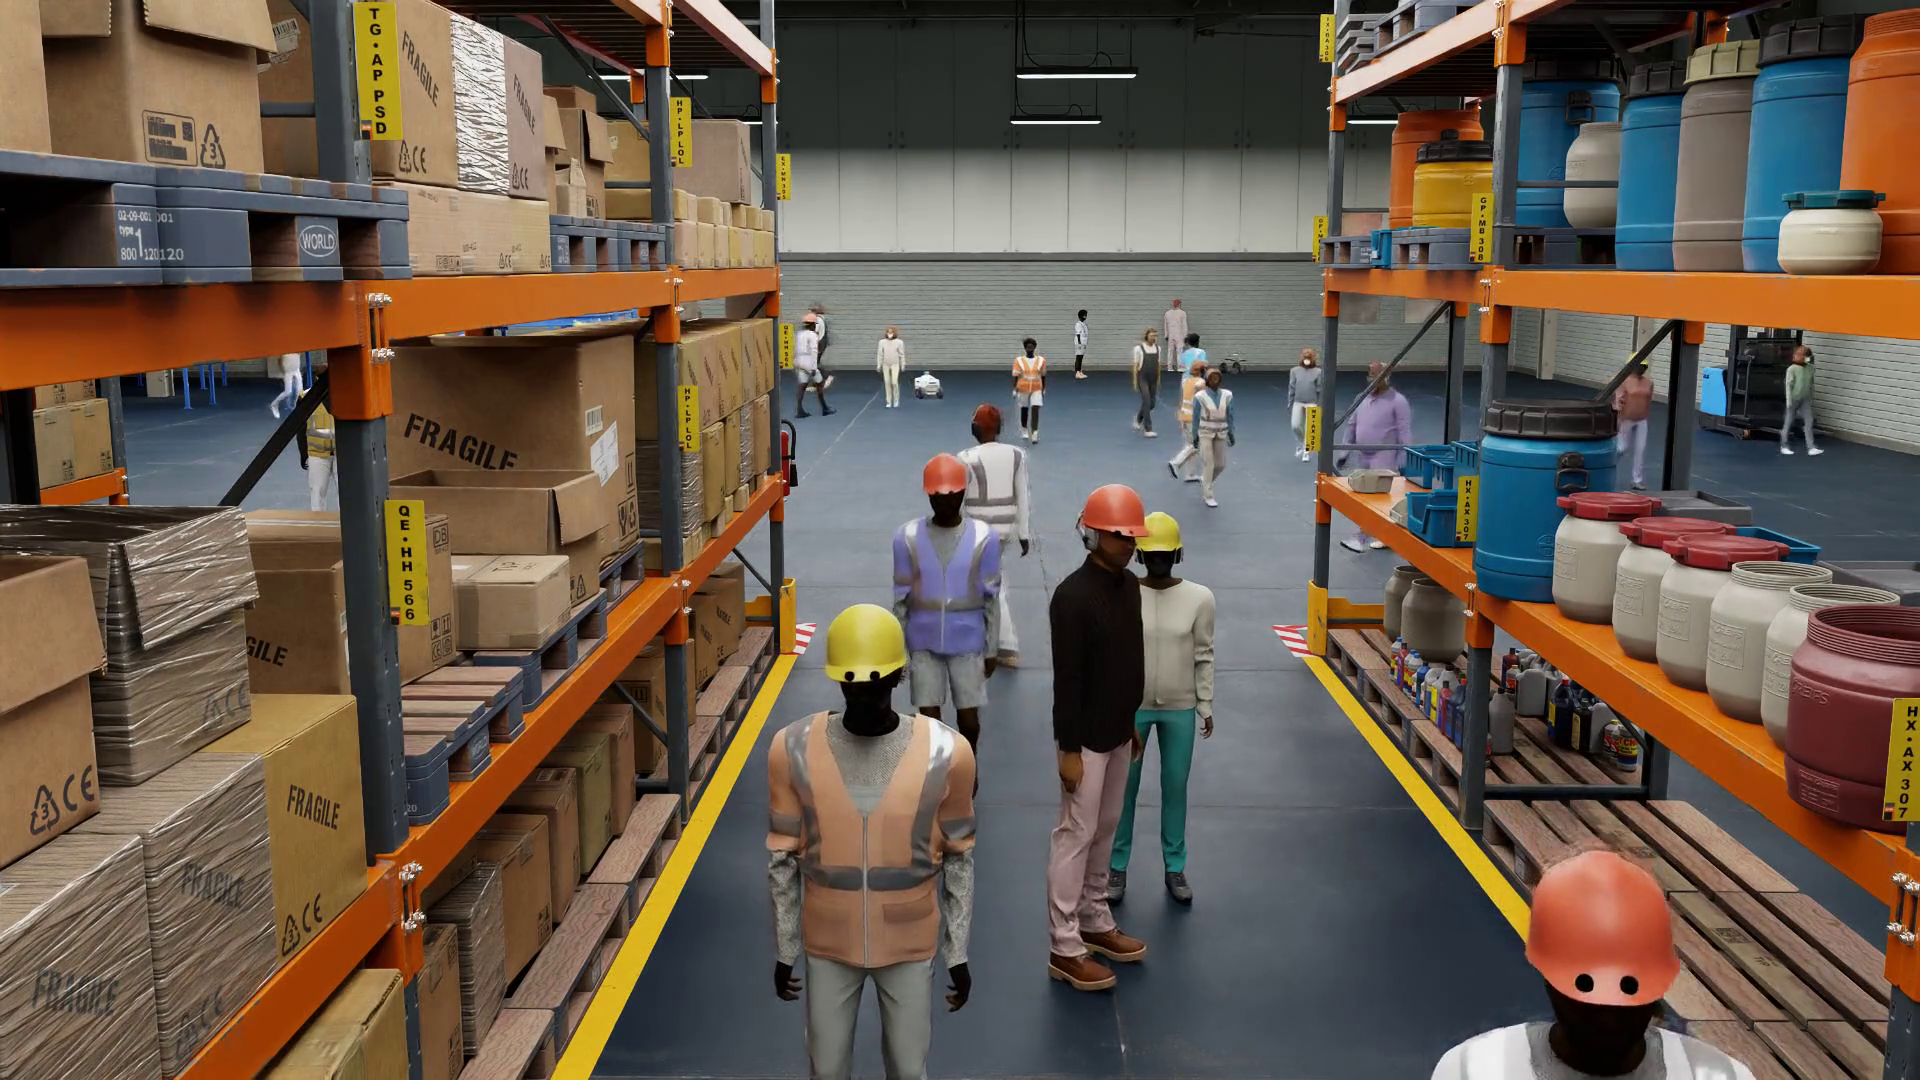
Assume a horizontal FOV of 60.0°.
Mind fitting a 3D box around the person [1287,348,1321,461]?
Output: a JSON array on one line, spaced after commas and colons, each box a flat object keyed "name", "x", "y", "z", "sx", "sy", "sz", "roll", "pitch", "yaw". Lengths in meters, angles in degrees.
[{"name": "person", "x": 4.975, "y": -1.952, "z": 23.970, "sx": 0.526, "sy": 1.619, "sz": 0.352, "roll": 4, "pitch": 10, "yaw": 22}]

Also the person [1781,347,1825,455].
[{"name": "person", "x": 12.448, "y": -2.036, "z": 24.520, "sx": 0.531, "sy": 1.599, "sz": 0.789, "roll": -2, "pitch": 10, "yaw": -13}]

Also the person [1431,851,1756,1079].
[{"name": "person", "x": 1.071, "y": 1.418, "z": 2.917, "sx": 0.544, "sy": 1.918, "sz": 0.774, "roll": 1, "pitch": 10, "yaw": 7}]

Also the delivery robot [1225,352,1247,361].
[{"name": "delivery robot", "x": 7.139, "y": -4.756, "z": 43.044, "sx": 0.335, "sy": 0.223, "sz": 0.698, "roll": -5, "pitch": 11, "yaw": -29}]

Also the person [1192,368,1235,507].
[{"name": "person", "x": 2.960, "y": -1.233, "z": 19.686, "sx": 0.520, "sy": 1.619, "sz": 0.597, "roll": -3, "pitch": 10, "yaw": -17}]

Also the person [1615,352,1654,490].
[{"name": "person", "x": 8.490, "y": -1.527, "z": 21.065, "sx": 0.529, "sy": 1.746, "sz": 0.614, "roll": -1, "pitch": 10, "yaw": -7}]

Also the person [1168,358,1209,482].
[{"name": "person", "x": 2.950, "y": -1.546, "z": 21.574, "sx": 0.569, "sy": 1.619, "sz": 0.526, "roll": -5, "pitch": 11, "yaw": -29}]

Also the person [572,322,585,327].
[{"name": "person", "x": -6.281, "y": -2.694, "z": 27.695, "sx": 1.033, "sy": 1.863, "sz": 0.598, "roll": -2, "pitch": 10, "yaw": -12}]

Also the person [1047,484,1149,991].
[{"name": "person", "x": 0.570, "y": 0.761, "z": 6.629, "sx": 0.392, "sy": 1.990, "sz": 0.614, "roll": 6, "pitch": 11, "yaw": 31}]

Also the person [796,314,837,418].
[{"name": "person", "x": -2.695, "y": -3.226, "z": 30.802, "sx": 0.901, "sy": 1.893, "sz": 0.570, "roll": -8, "pitch": 13, "yaw": -41}]

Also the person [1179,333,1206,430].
[{"name": "person", "x": 4.025, "y": -2.691, "z": 28.319, "sx": 0.579, "sy": 1.639, "sz": 0.840, "roll": 9, "pitch": 13, "yaw": 43}]

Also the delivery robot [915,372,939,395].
[{"name": "delivery robot", "x": -0.696, "y": -3.313, "z": 35.178, "sx": 0.477, "sy": 0.478, "sz": 0.707, "roll": -4, "pitch": 10, "yaw": -20}]

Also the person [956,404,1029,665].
[{"name": "person", "x": 0.155, "y": -0.066, "z": 12.053, "sx": 0.606, "sy": 1.829, "sz": 0.969, "roll": -6, "pitch": 11, "yaw": -33}]

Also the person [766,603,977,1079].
[{"name": "person", "x": -0.248, "y": 1.119, "z": 4.682, "sx": 0.589, "sy": 1.927, "sz": 0.386, "roll": 0, "pitch": 9, "yaw": 2}]

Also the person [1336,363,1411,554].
[{"name": "person", "x": 4.023, "y": -0.804, "z": 16.399, "sx": 0.971, "sy": 1.862, "sz": 0.649, "roll": -6, "pitch": 11, "yaw": -31}]

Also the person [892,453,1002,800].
[{"name": "person", "x": -0.066, "y": 0.504, "z": 8.393, "sx": 0.551, "sy": 1.922, "sz": 0.529, "roll": 1, "pitch": 10, "yaw": 4}]

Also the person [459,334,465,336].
[{"name": "person", "x": -8.822, "y": -3.076, "z": 30.079, "sx": 0.563, "sy": 1.837, "sz": 0.389, "roll": 0, "pitch": 9, "yaw": 1}]

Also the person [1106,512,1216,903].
[{"name": "person", "x": 0.873, "y": 0.746, "z": 7.400, "sx": 0.529, "sy": 1.767, "sz": 0.329, "roll": 0, "pitch": 9, "yaw": 0}]

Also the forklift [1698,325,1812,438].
[{"name": "forklift", "x": 13.248, "y": -3.165, "z": 27.620, "sx": 1.129, "sy": 2.768, "sz": 1.873, "roll": 0, "pitch": 9, "yaw": 1}]

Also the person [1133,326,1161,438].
[{"name": "person", "x": 3.060, "y": -2.628, "z": 27.472, "sx": 0.508, "sy": 1.820, "sz": 0.737, "roll": -5, "pitch": 11, "yaw": -26}]

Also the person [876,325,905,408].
[{"name": "person", "x": -1.367, "y": -3.403, "z": 32.693, "sx": 0.514, "sy": 1.615, "sz": 0.501, "roll": 2, "pitch": 10, "yaw": 11}]

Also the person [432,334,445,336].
[{"name": "person", "x": -8.388, "y": -2.503, "z": 26.861, "sx": 0.524, "sy": 1.769, "sz": 0.308, "roll": 1, "pitch": 10, "yaw": 7}]

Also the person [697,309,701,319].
[{"name": "person", "x": -5.577, "y": -3.913, "z": 34.988, "sx": 0.636, "sy": 1.894, "sz": 0.955, "roll": -1, "pitch": 10, "yaw": -7}]

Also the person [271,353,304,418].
[{"name": "person", "x": -12.136, "y": -3.070, "z": 30.063, "sx": 0.734, "sy": 1.840, "sz": 0.519, "roll": 4, "pitch": 10, "yaw": 24}]

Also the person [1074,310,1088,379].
[{"name": "person", "x": 2.991, "y": -4.838, "z": 41.065, "sx": 0.319, "sy": 1.693, "sz": 0.532, "roll": 3, "pitch": 10, "yaw": 17}]

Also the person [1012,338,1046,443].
[{"name": "person", "x": 1.105, "y": -2.408, "z": 26.628, "sx": 0.540, "sy": 1.655, "sz": 0.873, "roll": 0, "pitch": 9, "yaw": -2}]

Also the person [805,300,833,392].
[{"name": "person", "x": -3.165, "y": -4.273, "z": 36.767, "sx": 0.639, "sy": 2.000, "sz": 0.692, "roll": 1, "pitch": 10, "yaw": 7}]

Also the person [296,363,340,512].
[{"name": "person", "x": -6.403, "y": -0.883, "z": 16.932, "sx": 0.626, "sy": 1.843, "sz": 0.430, "roll": -4, "pitch": 10, "yaw": -23}]

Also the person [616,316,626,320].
[{"name": "person", "x": -6.181, "y": -3.172, "z": 30.582, "sx": 0.578, "sy": 1.868, "sz": 0.479, "roll": -9, "pitch": 13, "yaw": -42}]

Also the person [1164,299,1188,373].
[{"name": "person", "x": 5.649, "y": -5.322, "z": 43.332, "sx": 0.651, "sy": 1.904, "sz": 0.404, "roll": 7, "pitch": 12, "yaw": 36}]
